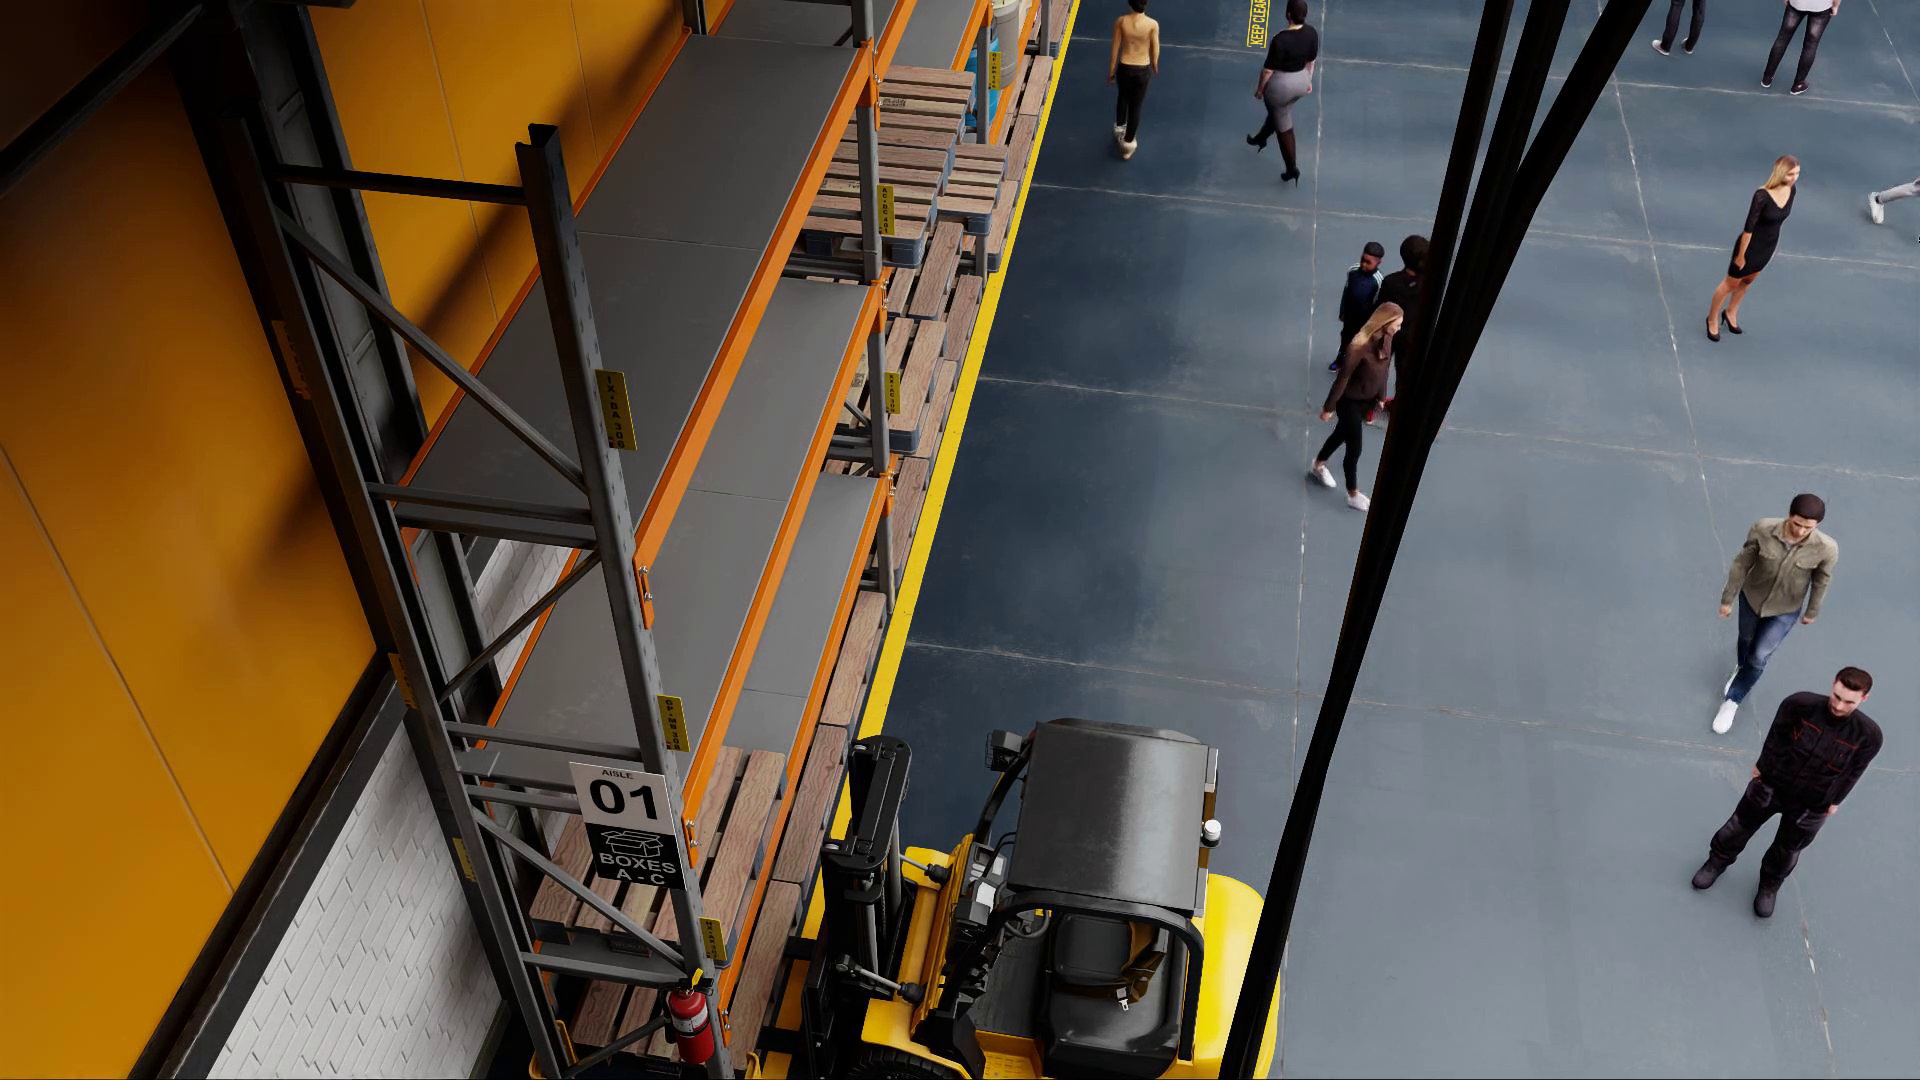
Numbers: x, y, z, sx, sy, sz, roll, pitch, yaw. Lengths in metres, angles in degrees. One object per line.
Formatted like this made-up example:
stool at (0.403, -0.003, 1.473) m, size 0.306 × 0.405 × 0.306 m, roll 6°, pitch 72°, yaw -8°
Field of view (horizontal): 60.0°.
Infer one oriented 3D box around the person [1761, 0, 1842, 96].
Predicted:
person at (8.437, -5.330, 16.474) m, size 0.750 × 1.838 × 0.743 m, roll 27°, pitch 50°, yaw 26°

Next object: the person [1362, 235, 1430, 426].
person at (3.363, -1.561, 12.639) m, size 0.661 × 1.671 × 0.648 m, roll -4°, pitch 44°, yaw -4°

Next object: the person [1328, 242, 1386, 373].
person at (3.196, -1.832, 13.225) m, size 0.613 × 1.255 × 0.571 m, roll -33°, pitch 52°, yaw -29°

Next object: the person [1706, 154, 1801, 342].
person at (6.446, -2.377, 13.491) m, size 0.616 × 1.676 × 0.631 m, roll -16°, pitch 46°, yaw -17°

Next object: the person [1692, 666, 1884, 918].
person at (4.705, 1.385, 9.369) m, size 0.771 × 1.915 × 0.748 m, roll 26°, pitch 49°, yaw 24°

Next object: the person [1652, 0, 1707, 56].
person at (7.578, -5.879, 17.038) m, size 0.716 × 1.854 × 0.611 m, roll -1°, pitch 44°, yaw -1°

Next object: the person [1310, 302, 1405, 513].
person at (2.815, -1.059, 12.116) m, size 0.996 × 1.666 × 1.034 m, roll -28°, pitch 50°, yaw -26°

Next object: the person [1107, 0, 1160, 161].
person at (1.613, -4.334, 15.578) m, size 0.636 × 1.632 × 0.766 m, roll 13°, pitch 45°, yaw 13°

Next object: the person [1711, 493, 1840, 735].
person at (5.175, 0.326, 10.543) m, size 0.970 × 1.829 × 1.082 m, roll 27°, pitch 50°, yaw 26°

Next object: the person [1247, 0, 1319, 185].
person at (3.042, -4.061, 15.236) m, size 1.089 × 1.708 × 1.175 m, roll -24°, pitch 49°, yaw -23°
